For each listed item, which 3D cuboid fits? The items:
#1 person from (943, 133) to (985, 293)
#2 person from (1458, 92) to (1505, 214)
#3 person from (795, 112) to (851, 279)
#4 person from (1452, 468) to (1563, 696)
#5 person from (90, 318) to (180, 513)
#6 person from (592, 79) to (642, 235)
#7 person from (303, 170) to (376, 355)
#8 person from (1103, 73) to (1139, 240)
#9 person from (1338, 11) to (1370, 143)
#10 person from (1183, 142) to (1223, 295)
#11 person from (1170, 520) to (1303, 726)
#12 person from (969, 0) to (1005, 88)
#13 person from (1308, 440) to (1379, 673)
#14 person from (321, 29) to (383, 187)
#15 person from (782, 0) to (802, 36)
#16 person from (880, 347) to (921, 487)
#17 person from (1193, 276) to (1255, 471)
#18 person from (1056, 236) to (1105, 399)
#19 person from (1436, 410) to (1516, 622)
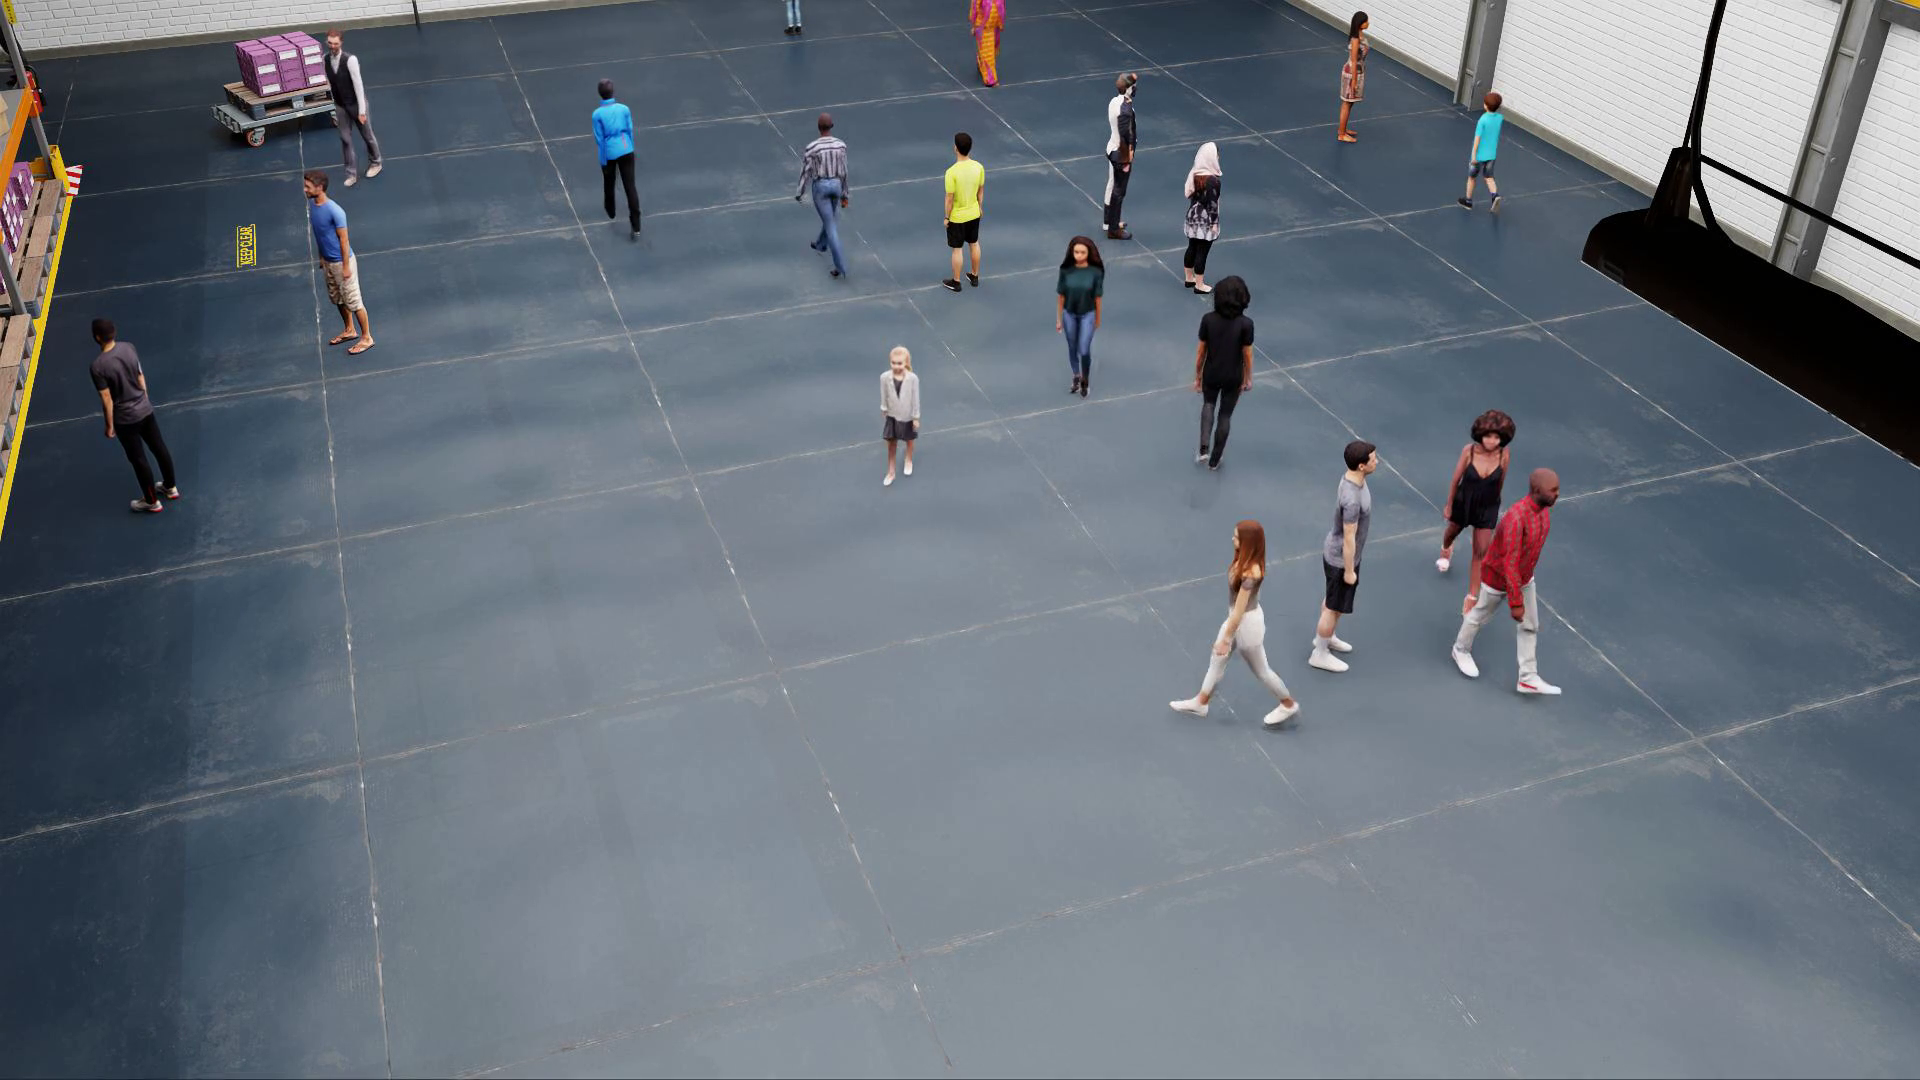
[{"bbox_3d":[0.046,-3.490,17.673,0.660,1.709,0.600,-19,38,-26],"label":"person"},{"bbox_3d":[6.186,-4.512,19.455,0.515,1.438,0.802,-12,36,-18],"label":"person"},{"bbox_3d":[-1.371,-3.654,17.880,0.847,1.752,1.192,-22,39,-29],"label":"person"},{"bbox_3d":[3.881,0.234,12.009,0.879,1.775,1.181,-19,38,-26],"label":"person"},{"bbox_3d":[-6.957,-1.058,13.964,0.779,1.764,0.703,12,36,18],"label":"person"},{"bbox_3d":[-3.854,-4.322,18.882,0.603,1.754,1.131,-12,36,-18],"label":"person"},{"bbox_3d":[-6.163,-2.774,16.457,0.671,1.862,0.793,25,41,32],"label":"person"},{"bbox_3d":[1.807,-4.358,18.814,0.786,1.891,0.604,-4,34,-6],"label":"person"},{"bbox_3d":[5.082,-6.015,21.529,0.785,1.645,0.668,7,34,11],"label":"person"},{"bbox_3d":[2.566,-3.418,17.635,0.691,1.631,0.561,-13,36,-19],"label":"person"},{"bbox_3d":[2.070,0.620,11.507,1.042,1.688,1.181,4,34,6],"label":"person"},{"bbox_3d":[0.373,-7.285,23.412,0.811,1.675,1.104,-18,38,-25],"label":"person"},{"bbox_3d":[2.786,0.093,12.141,0.794,1.865,0.699,10,35,14],"label":"person"},{"bbox_3d":[-7.389,-5.324,20.257,0.985,1.902,1.140,10,35,14],"label":"person"},{"bbox_3d":[-2.580,-8.346,25.447,0.496,1.189,0.506,-19,38,-26],"label":"person"},{"bbox_3d":[-0.498,-1.141,14.545,0.678,1.258,0.783,3,34,5],"label":"person"},{"bbox_3d":[2.262,-1.390,14.411,0.793,1.821,0.844,11,35,15],"label":"person"},{"bbox_3d":[1.141,-2.161,15.768,0.721,1.604,0.773,10,35,14],"label":"person"},{"bbox_3d":[3.944,-0.276,12.823,0.979,1.725,1.223,6,34,9],"label":"person"}]
